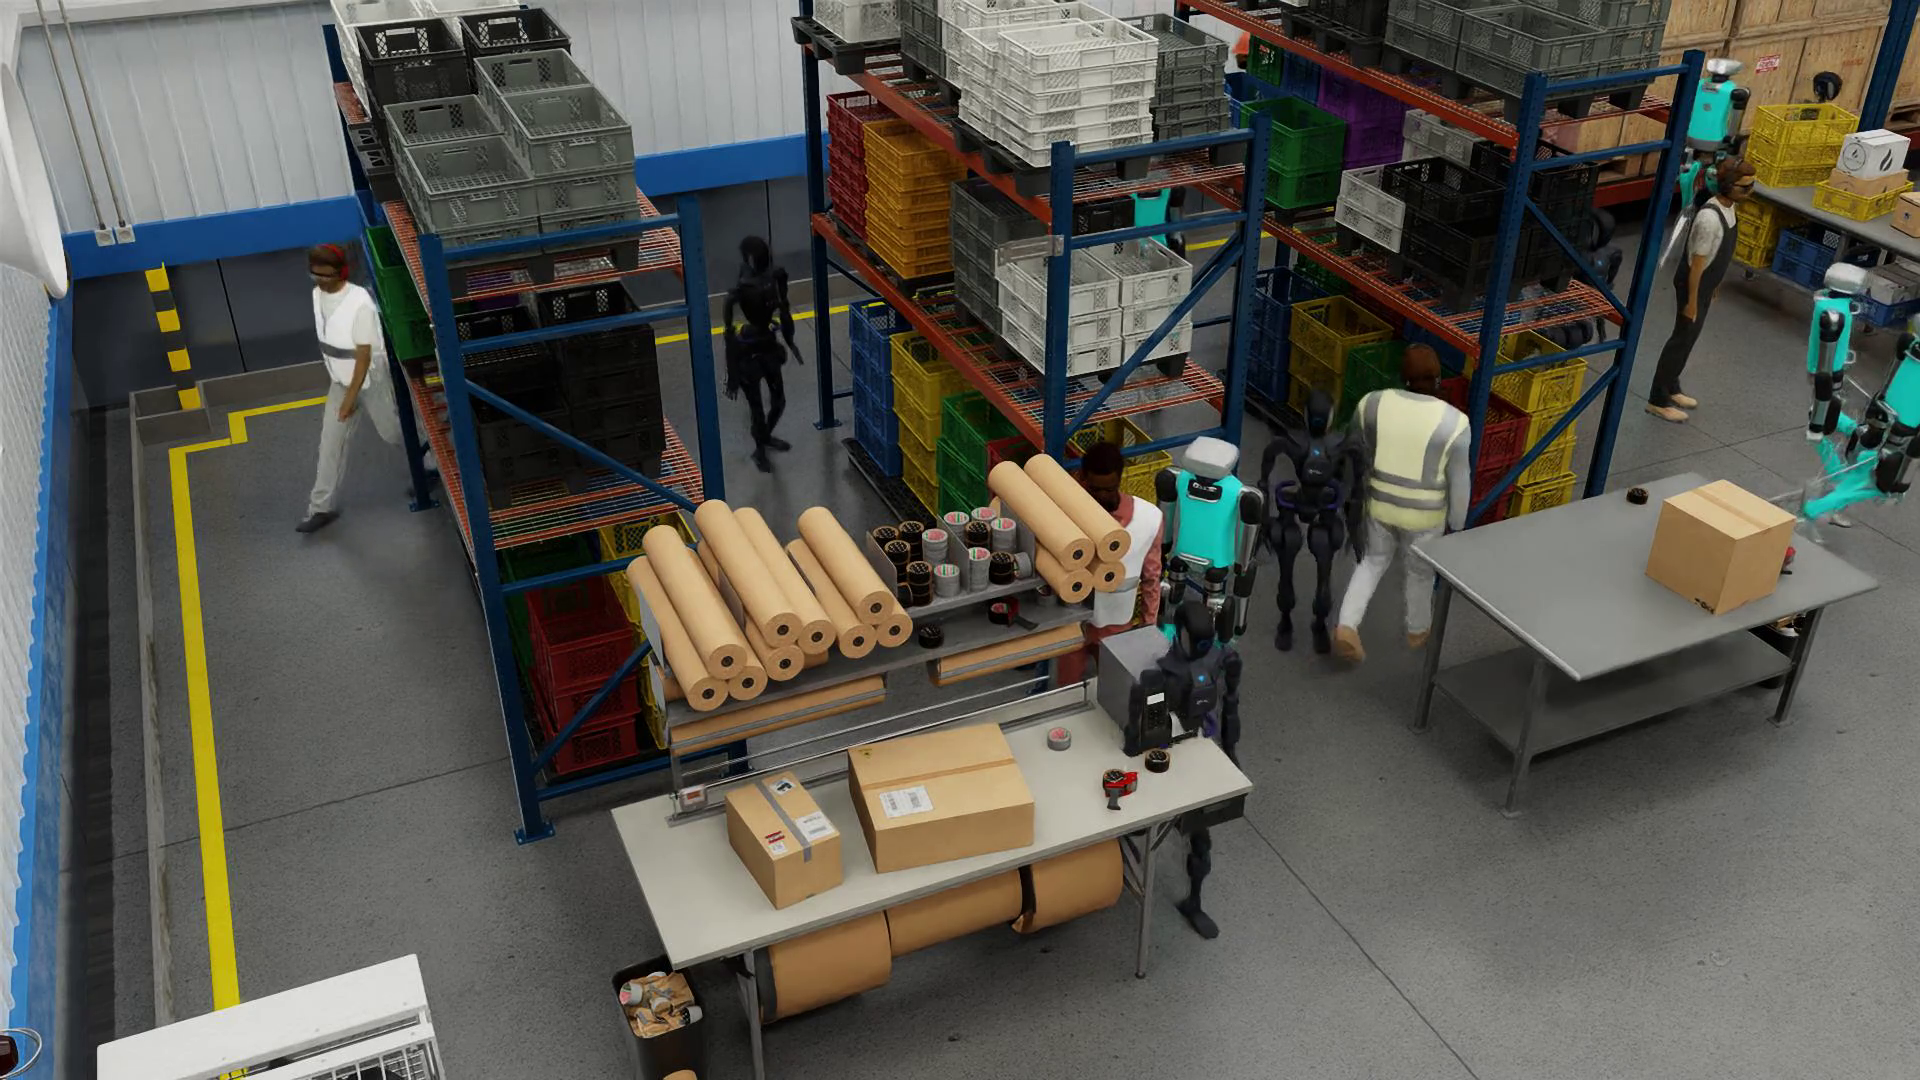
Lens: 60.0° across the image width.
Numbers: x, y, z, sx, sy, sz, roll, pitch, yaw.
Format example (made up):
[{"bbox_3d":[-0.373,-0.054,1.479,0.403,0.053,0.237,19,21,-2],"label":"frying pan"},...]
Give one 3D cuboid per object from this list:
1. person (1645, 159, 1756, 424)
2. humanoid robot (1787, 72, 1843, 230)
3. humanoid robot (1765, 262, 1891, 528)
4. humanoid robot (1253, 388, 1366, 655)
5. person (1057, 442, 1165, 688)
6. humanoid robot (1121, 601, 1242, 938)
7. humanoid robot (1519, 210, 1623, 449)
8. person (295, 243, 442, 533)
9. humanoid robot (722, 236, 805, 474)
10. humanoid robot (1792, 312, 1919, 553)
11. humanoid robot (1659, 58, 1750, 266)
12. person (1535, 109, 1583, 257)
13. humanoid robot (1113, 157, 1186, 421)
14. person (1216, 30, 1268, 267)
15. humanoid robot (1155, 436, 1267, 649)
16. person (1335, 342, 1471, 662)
[{"bbox_3d":[4.988,-1.682,11.209,0.341,1.838,0.505,20,37,29],"label":"person"},{"bbox_3d":[6.822,-2.936,13.390,0.406,1.651,0.583,22,38,31],"label":"humanoid robot"},{"bbox_3d":[5.215,-0.757,9.798,0.942,1.751,0.556,14,34,21],"label":"humanoid robot"},{"bbox_3d":[1.841,-0.097,8.790,0.596,1.631,0.438,3,32,4],"label":"humanoid robot"},{"bbox_3d":[0.635,0.366,7.814,0.590,1.910,0.381,3,32,4],"label":"person"},{"bbox_3d":[0.918,0.907,7.200,0.613,1.629,0.761,-13,34,-21],"label":"humanoid robot"},{"bbox_3d":[3.979,-1.476,11.054,0.611,1.623,0.680,-11,33,-17],"label":"humanoid robot"},{"bbox_3d":[-3.695,-0.949,10.075,0.551,1.763,1.013,19,36,28],"label":"person"},{"bbox_3d":[-1.313,-1.209,10.616,0.461,1.635,0.619,22,38,31],"label":"humanoid robot"},{"bbox_3d":[4.940,-0.406,9.259,0.813,1.798,0.553,-1,32,-2],"label":"humanoid robot"},{"bbox_3d":[6.092,-3.045,13.523,0.678,1.812,0.554,-27,41,-36],"label":"humanoid robot"},{"bbox_3d":[4.865,-3.061,13.521,0.336,1.761,0.523,27,41,37],"label":"person"},{"bbox_3d":[1.306,-1.572,11.231,0.544,1.898,0.748,-7,32,-11],"label":"humanoid robot"},{"bbox_3d":[2.315,-3.180,13.548,0.378,1.933,0.552,12,34,19],"label":"person"},{"bbox_3d":[1.045,0.419,7.851,0.530,1.755,0.707,17,36,25],"label":"humanoid robot"},{"bbox_3d":[2.323,-0.156,8.766,0.694,1.808,0.755,20,37,29],"label":"person"}]
